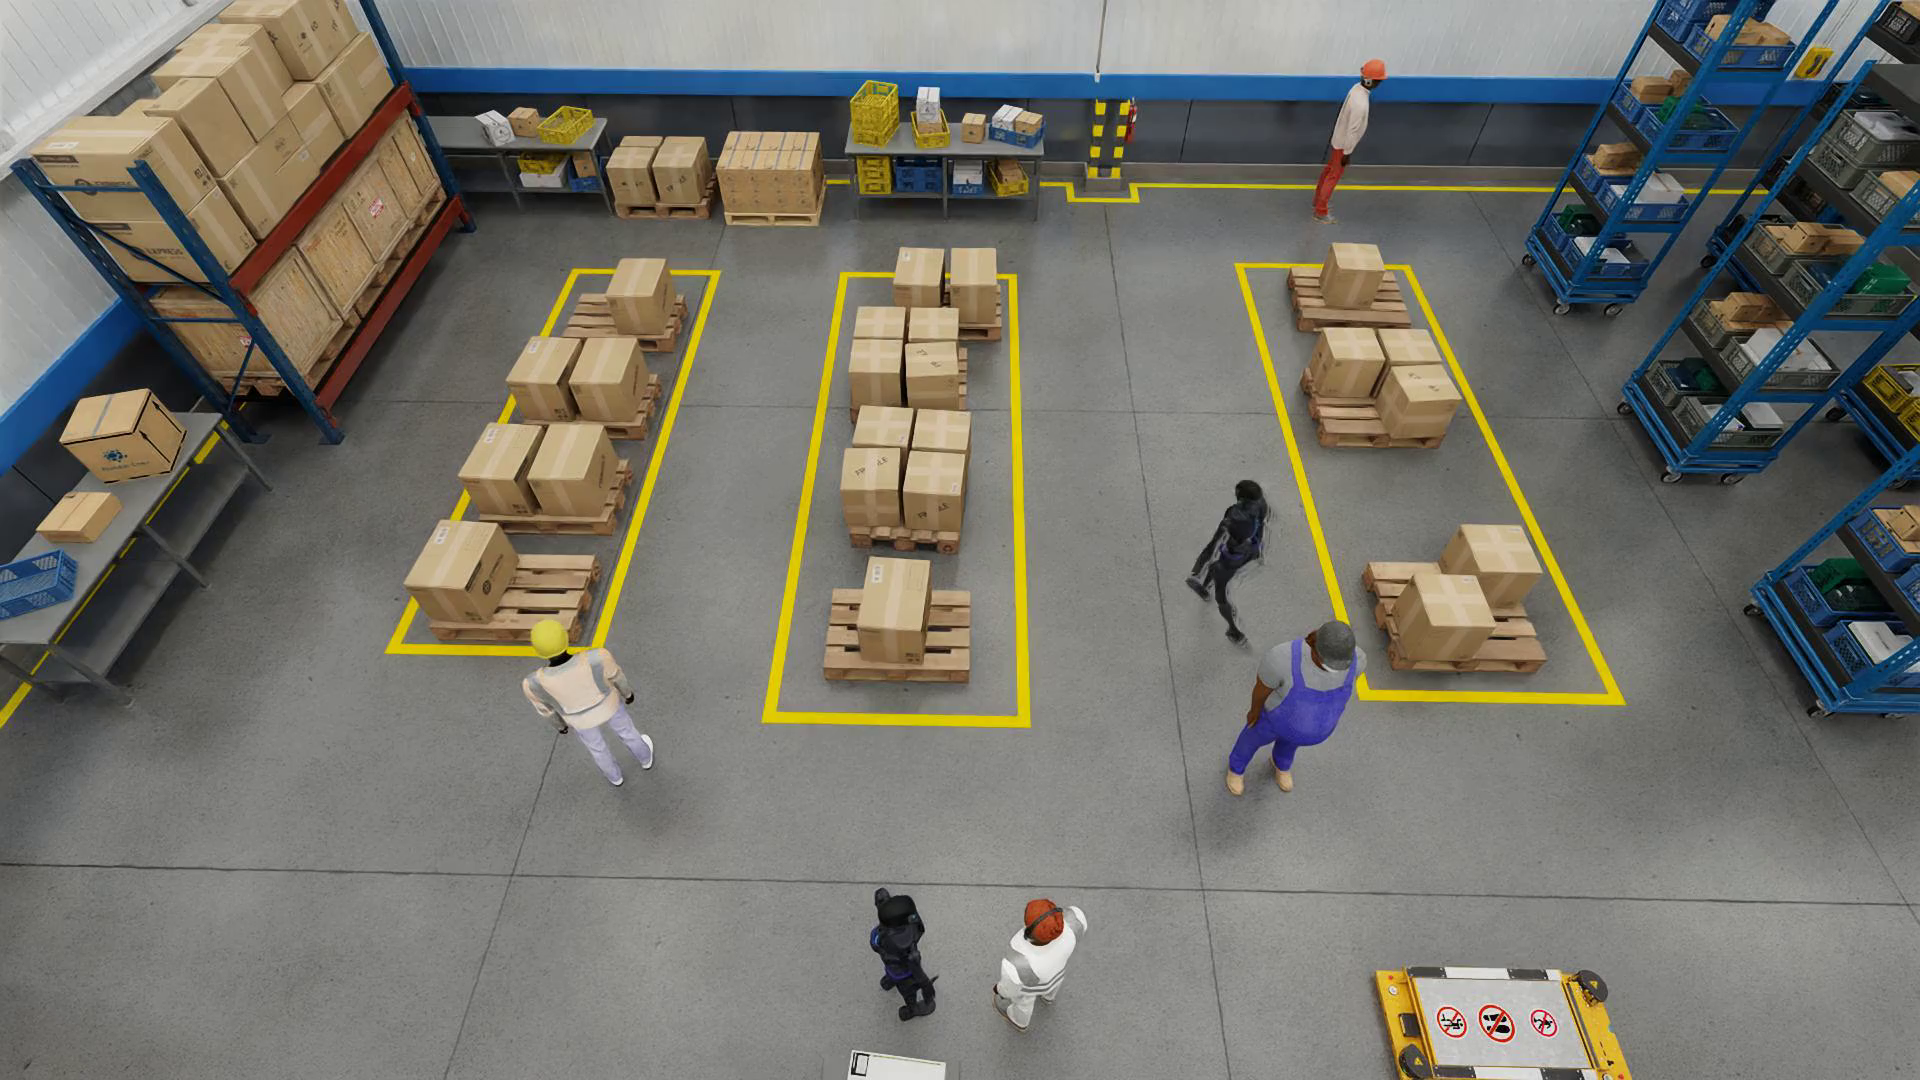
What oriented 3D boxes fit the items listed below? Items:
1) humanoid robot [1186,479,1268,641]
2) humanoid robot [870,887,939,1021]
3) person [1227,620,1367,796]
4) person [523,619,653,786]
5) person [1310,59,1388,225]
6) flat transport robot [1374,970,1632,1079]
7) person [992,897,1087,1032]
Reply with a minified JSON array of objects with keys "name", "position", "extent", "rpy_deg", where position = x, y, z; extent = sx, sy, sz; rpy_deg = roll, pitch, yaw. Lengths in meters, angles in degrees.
[{"name":"humanoid robot","position":[2.245,0.148,7.499],"extent":[0.593,1.654,0.726],"rpy_deg":[-31,57,-23]},{"name":"humanoid robot","position":[-0.339,2.487,5.542],"extent":[0.328,1.653,0.601],"rpy_deg":[-25,55,-19]},{"name":"person","position":[2.344,1.209,6.358],"extent":[0.678,2.000,0.537],"rpy_deg":[-2,51,-2]},{"name":"person","position":[-2.606,1.166,6.466],"extent":[0.586,1.927,0.366],"rpy_deg":[-26,55,-19]},{"name":"person","position":[4.822,-4.953,11.410],"extent":[0.393,1.993,0.612],"rpy_deg":[10,52,8]},{"name":"flat transport robot","position":[3.501,3.133,5.914],"extent":[1.431,0.197,0.652],"rpy_deg":[1,51,1]},{"name":"person","position":[0.438,2.500,5.407],"extent":[0.574,1.882,0.356],"rpy_deg":[-32,58,-23]}]
